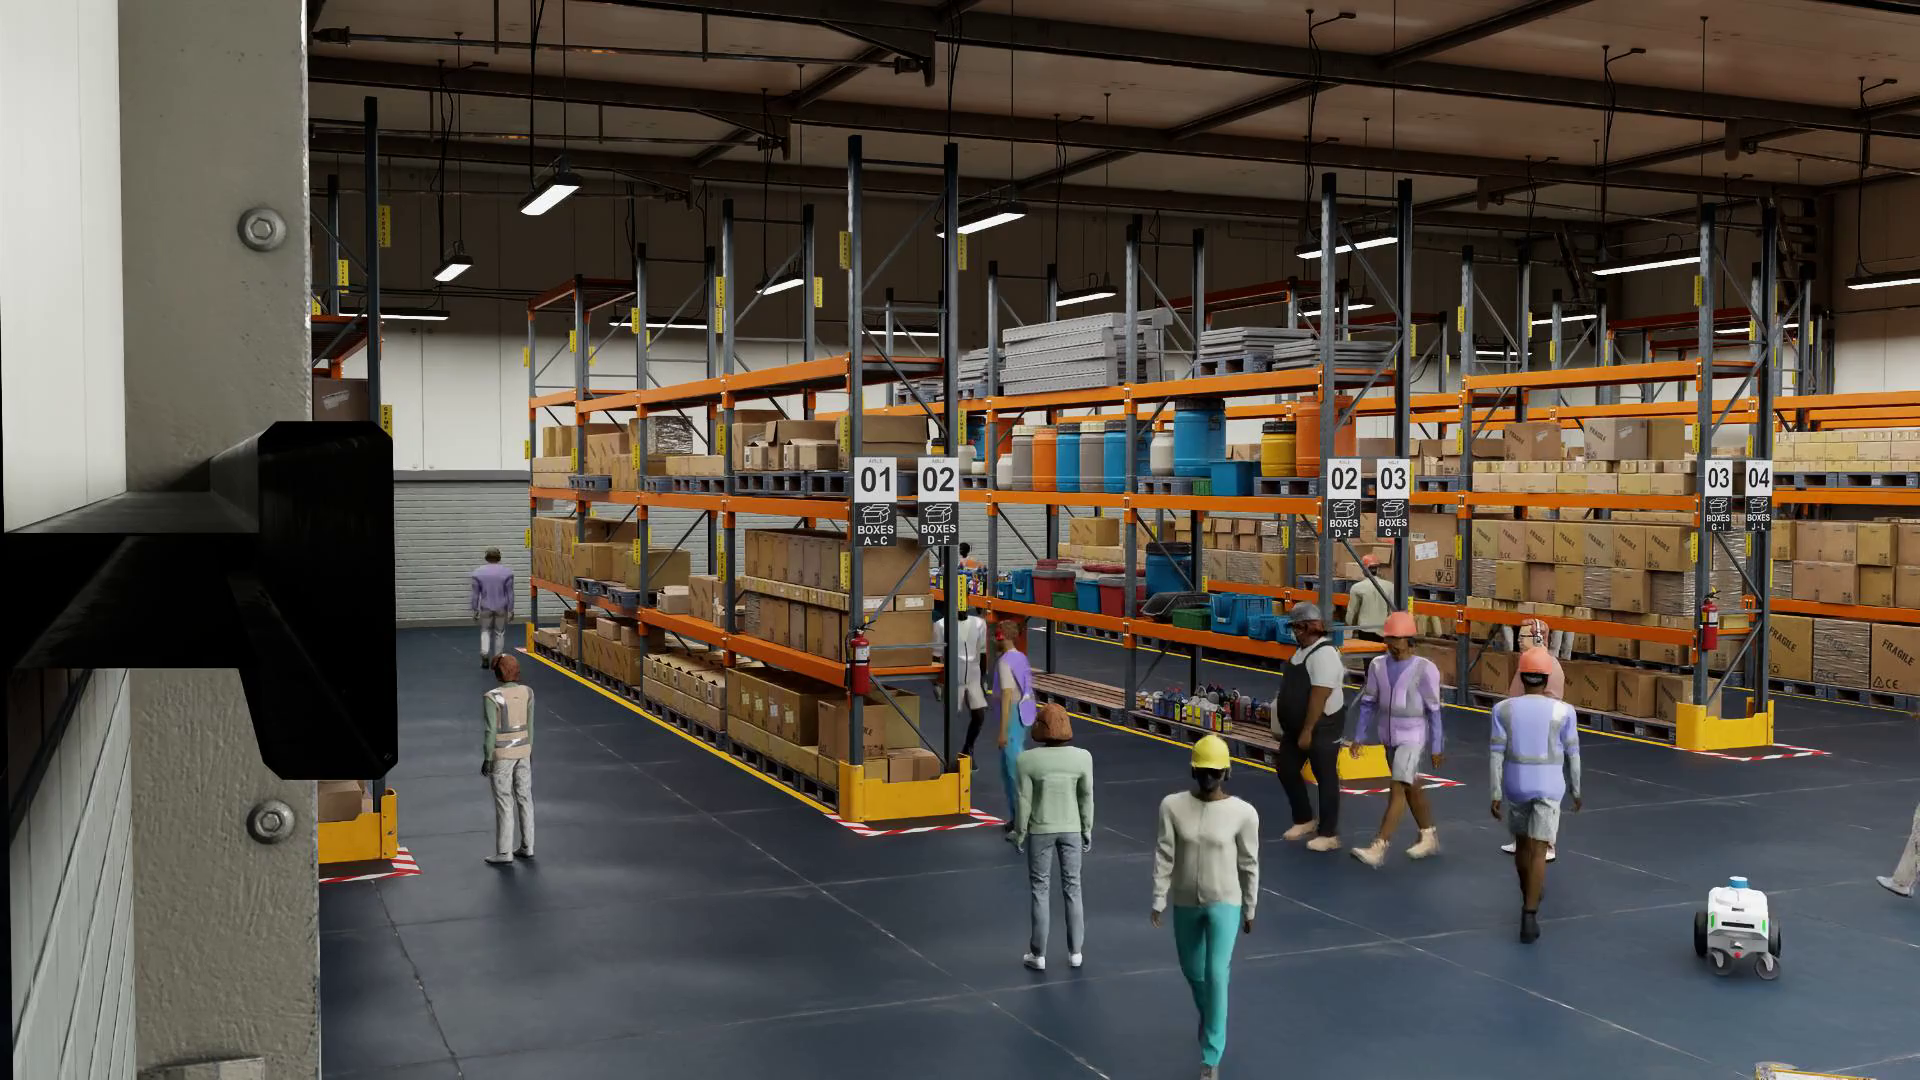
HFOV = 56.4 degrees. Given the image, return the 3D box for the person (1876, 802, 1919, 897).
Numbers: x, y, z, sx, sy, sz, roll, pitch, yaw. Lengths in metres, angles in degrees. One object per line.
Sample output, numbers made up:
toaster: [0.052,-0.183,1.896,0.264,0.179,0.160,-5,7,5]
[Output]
person: [6.897,1.777,12.654,0.544,1.600,0.815,-1,2,-18]

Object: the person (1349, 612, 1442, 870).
person: [3.405,1.548,13.964,1.104,1.980,0.623,-2,3,-37]

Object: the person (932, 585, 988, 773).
person: [0.015,1.407,18.026,0.629,1.944,0.451,-1,2,-20]

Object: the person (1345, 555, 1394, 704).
person: [5.419,1.176,23.809,0.648,1.959,0.829,0,2,-8]

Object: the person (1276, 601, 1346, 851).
person: [2.862,1.514,14.599,0.558,2.000,0.663,-1,2,-23]

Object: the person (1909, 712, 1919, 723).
person: [12.058,1.314,21.510,0.616,1.884,1.063,-2,3,-39]

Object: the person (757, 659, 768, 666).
person: [-2.935,1.131,26.809,0.611,1.821,0.475,-1,3,-33]

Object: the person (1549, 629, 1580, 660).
person: [8.548,1.159,25.346,0.573,1.883,0.354,-1,2,-24]

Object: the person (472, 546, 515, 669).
person: [-7.141,1.062,27.438,0.634,1.925,0.459,0,2,-8]

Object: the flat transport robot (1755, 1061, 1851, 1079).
flat transport robot: [3.928,2.641,7.935,0.652,0.197,1.431,1,2,20]

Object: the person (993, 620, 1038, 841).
person: [0.458,1.592,15.131,0.393,1.812,0.712,0,2,12]

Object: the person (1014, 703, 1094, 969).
person: [0.581,1.826,11.109,0.507,1.636,0.274,0,2,-11]

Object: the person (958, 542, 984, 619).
person: [0.118,0.871,35.868,0.857,1.652,0.540,-1,3,-30]

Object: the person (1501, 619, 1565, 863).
person: [4.531,1.575,14.186,0.408,1.908,0.641,0,2,-1]

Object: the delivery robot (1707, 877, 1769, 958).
delivery robot: [4.819,2.334,11.098,0.477,0.478,0.707,1,2,23]

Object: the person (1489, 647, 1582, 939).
person: [3.882,1.666,12.061,0.563,1.879,0.991,1,3,29]

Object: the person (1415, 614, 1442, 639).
person: [7.401,1.178,28.283,0.523,1.614,0.517,-1,2,-16]

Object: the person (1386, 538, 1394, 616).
person: [7.294,0.903,30.336,0.613,2.023,0.786,-1,2,-13]

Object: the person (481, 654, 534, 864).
person: [-3.547,1.711,14.082,0.310,1.638,0.522,1,3,31]

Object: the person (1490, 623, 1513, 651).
person: [7.794,1.211,25.287,0.626,1.799,0.954,-1,2,-17]

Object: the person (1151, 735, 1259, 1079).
person: [1.289,1.849,9.269,0.523,1.732,0.841,1,2,23]
